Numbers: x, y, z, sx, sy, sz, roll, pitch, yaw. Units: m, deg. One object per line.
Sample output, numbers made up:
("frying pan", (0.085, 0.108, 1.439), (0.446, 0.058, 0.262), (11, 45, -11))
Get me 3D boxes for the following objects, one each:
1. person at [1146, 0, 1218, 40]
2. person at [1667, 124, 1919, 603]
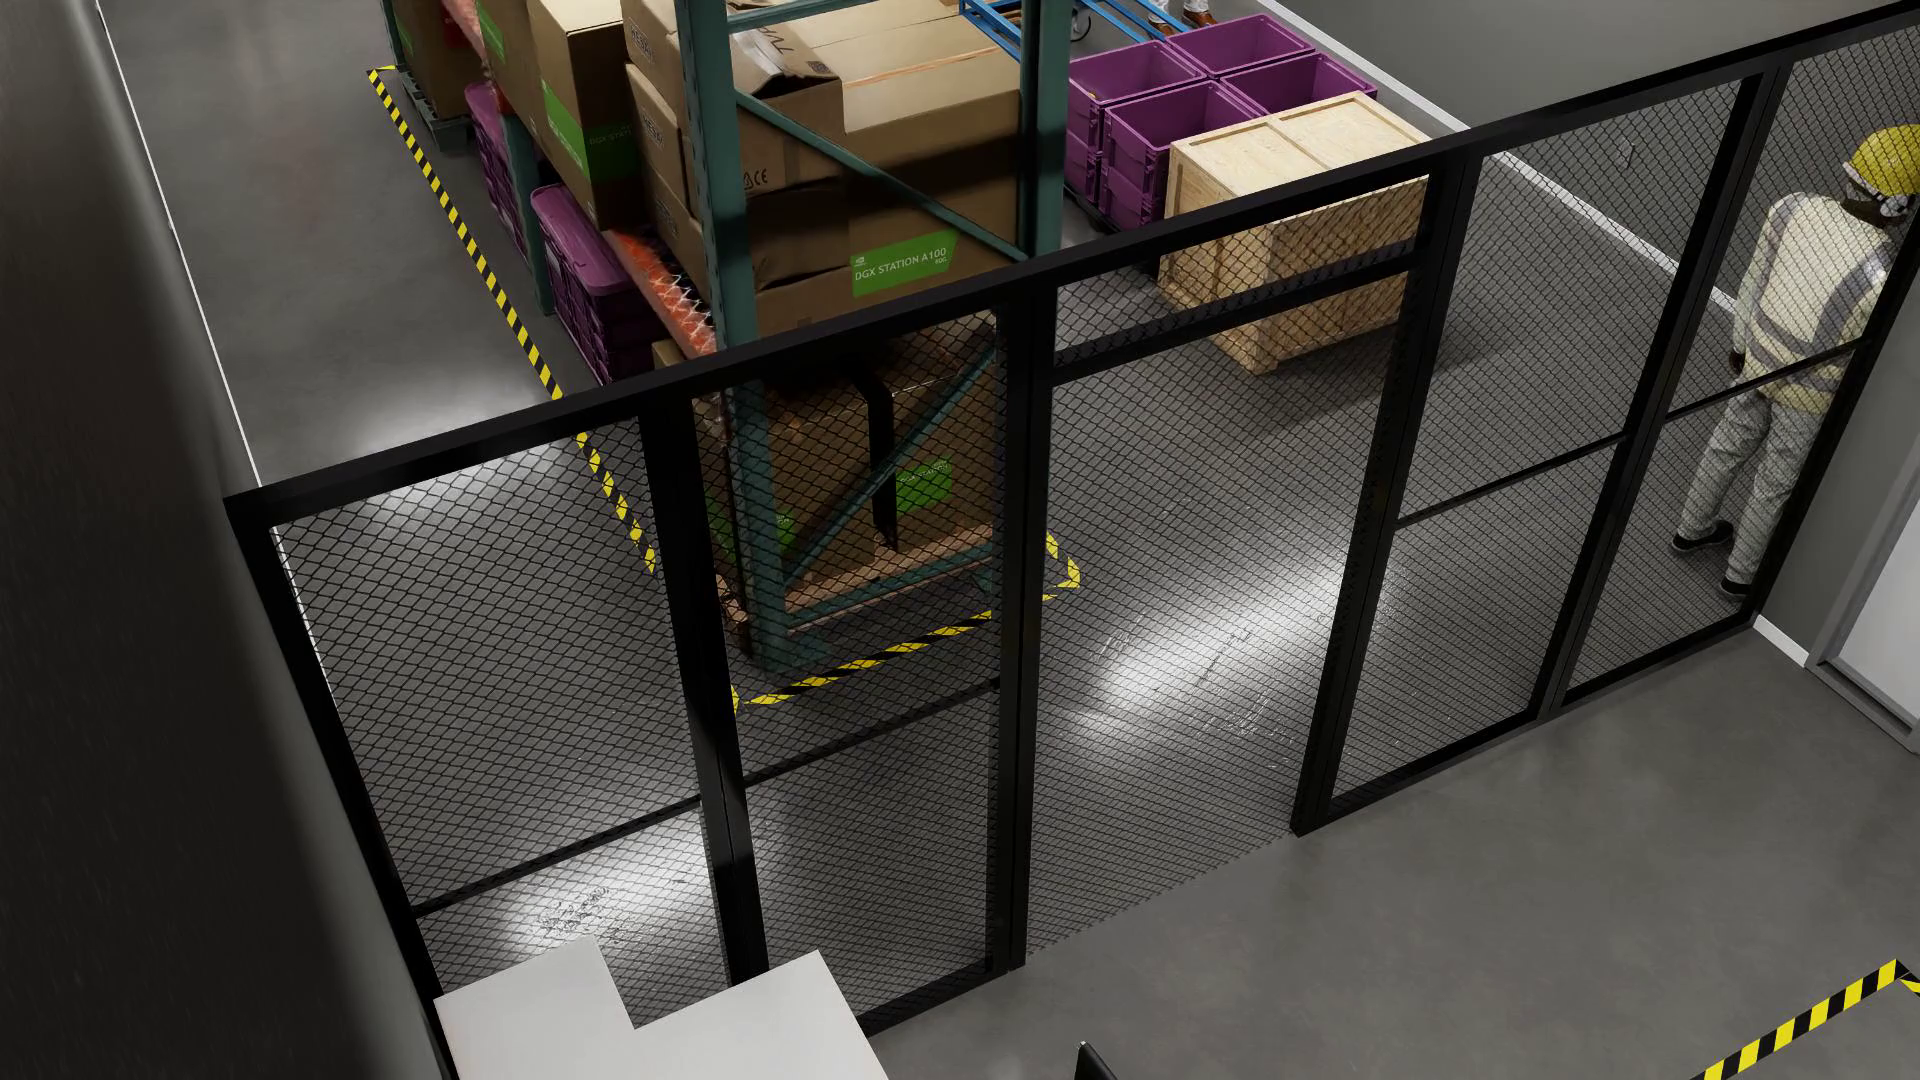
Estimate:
("person", (1.280, -3.621, 8.907), (0.636, 1.938, 0.355), (-22, 47, -22))
("person", (2.867, -0.573, 5.650), (0.404, 1.830, 0.602), (-14, 44, -15))
